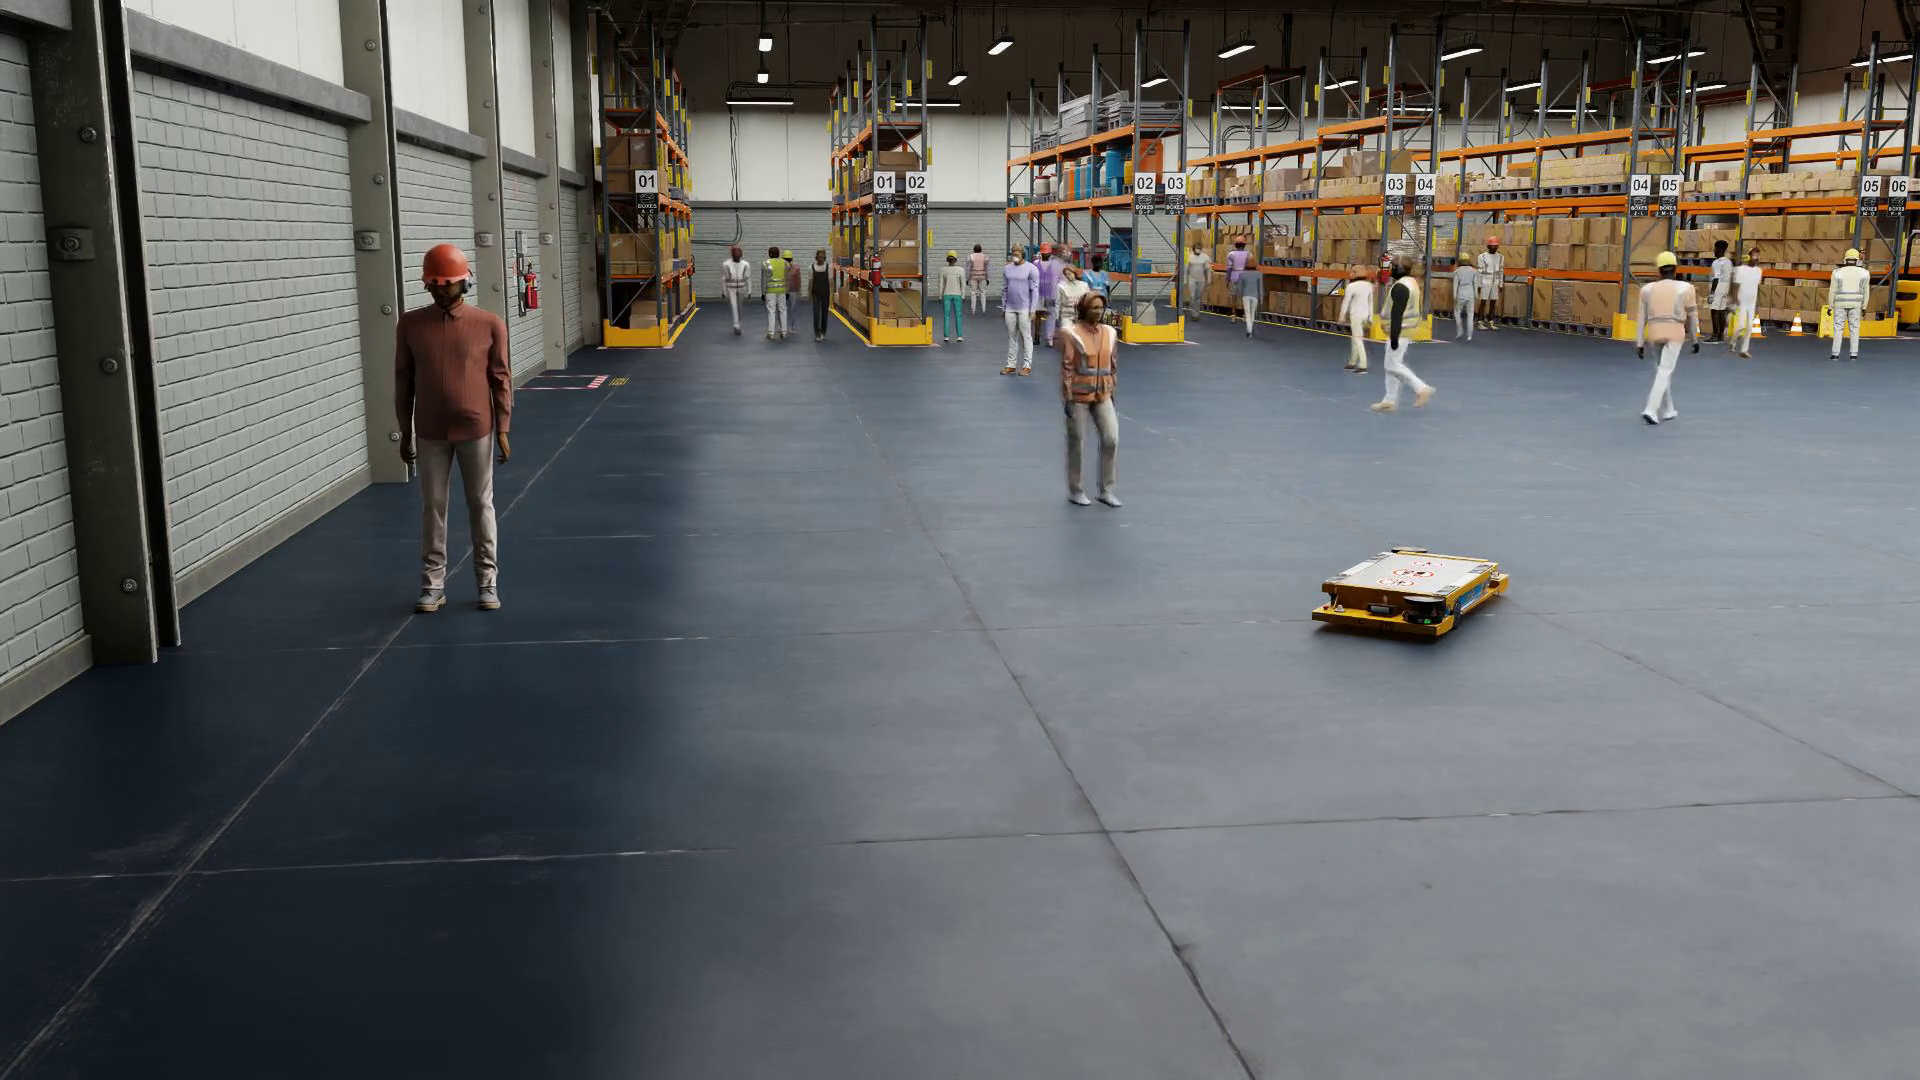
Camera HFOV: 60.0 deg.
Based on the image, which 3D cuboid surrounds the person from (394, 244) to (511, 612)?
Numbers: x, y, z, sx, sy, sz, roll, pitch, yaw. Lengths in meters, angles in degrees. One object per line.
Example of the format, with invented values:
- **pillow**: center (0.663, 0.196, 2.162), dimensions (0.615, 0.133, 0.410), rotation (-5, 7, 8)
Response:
- **person**: center (-2.741, -0.595, 9.009), dimensions (0.611, 1.985, 0.393), rotation (-1, 10, -8)

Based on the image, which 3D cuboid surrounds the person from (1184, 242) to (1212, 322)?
- **person**: center (5.695, -6.163, 39.774), dimensions (0.658, 1.884, 0.964), rotation (0, 10, 0)

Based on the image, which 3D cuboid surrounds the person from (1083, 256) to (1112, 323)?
- **person**: center (2.663, -4.661, 32.195), dimensions (0.535, 1.650, 0.820), rotation (-3, 11, -16)

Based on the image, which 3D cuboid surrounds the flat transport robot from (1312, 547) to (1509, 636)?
- **flat transport robot**: center (2.473, 0.259, 9.031), dimensions (0.652, 0.197, 1.431), rotation (6, 12, 31)

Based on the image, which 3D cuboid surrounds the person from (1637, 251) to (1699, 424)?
- **person**: center (7.693, -2.208, 18.173), dimensions (0.597, 1.873, 1.027), rotation (10, 14, 43)

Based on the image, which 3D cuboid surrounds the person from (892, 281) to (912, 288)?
- **person**: center (-1.522, -6.784, 43.229), dimensions (0.613, 1.876, 0.432), rotation (-2, 11, -12)

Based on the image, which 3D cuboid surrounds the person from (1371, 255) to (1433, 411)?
- **person**: center (5.145, -2.385, 19.267), dimensions (0.636, 1.821, 0.638), rotation (5, 11, 24)

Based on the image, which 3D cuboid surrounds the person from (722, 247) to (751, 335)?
- **person**: center (-4.658, -5.194, 34.662), dimensions (0.585, 1.828, 1.035), rotation (-3, 11, -17)

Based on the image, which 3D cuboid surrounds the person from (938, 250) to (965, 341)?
- **person**: center (-0.161, -4.742, 32.340), dimensions (0.526, 1.769, 0.330), rotation (0, 10, 0)

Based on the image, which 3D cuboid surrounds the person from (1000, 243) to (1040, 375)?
- **person**: center (0.867, -3.384, 24.441), dimensions (0.628, 1.935, 0.373), rotation (7, 13, 35)

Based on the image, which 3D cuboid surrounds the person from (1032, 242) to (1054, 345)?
- **person**: center (1.599, -4.633, 31.298), dimensions (0.542, 1.931, 0.366), rotation (1, 10, 7)

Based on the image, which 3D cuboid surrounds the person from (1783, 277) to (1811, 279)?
- **person**: center (19.298, -5.886, 38.296), dimensions (0.652, 1.881, 0.735), rotation (-2, 11, -13)

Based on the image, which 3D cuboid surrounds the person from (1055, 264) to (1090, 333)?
- **person**: center (1.698, -3.258, 24.579), dimensions (0.545, 1.612, 0.619), rotation (-2, 11, -11)

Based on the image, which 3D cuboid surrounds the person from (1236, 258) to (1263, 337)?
- **person**: center (5.880, -4.918, 33.792), dimensions (0.514, 1.587, 0.850), rotation (0, 10, -2)

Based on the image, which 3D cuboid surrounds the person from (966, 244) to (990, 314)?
- **person**: center (0.465, -6.843, 43.661), dimensions (0.631, 1.840, 0.428), rotation (-1, 10, -8)

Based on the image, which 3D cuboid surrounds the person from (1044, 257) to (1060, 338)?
- **person**: center (1.921, -4.862, 33.395), dimensions (0.516, 1.626, 0.393), rotation (-3, 11, -15)

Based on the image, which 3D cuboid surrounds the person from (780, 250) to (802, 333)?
- **person**: center (-3.594, -5.217, 34.995), dimensions (0.538, 1.751, 0.448), rotation (-3, 11, -16)

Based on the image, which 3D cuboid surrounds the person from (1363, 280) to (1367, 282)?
- **person**: center (12.254, -8.178, 50.879), dimensions (1.029, 1.893, 0.546), rotation (-1, 10, -4)

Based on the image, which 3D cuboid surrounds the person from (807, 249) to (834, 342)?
- **person**: center (-2.723, -4.782, 32.486), dimensions (0.506, 1.807, 0.881), rotation (-2, 10, -10)

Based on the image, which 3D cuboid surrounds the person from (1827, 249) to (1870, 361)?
- **person**: center (14.523, -3.840, 27.217), dimensions (0.595, 1.831, 0.403), rotation (3, 11, 18)

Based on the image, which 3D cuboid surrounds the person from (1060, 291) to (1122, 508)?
- **person**: center (1.001, -1.041, 12.426), dimensions (0.541, 1.616, 0.603), rotation (-5, 12, -26)

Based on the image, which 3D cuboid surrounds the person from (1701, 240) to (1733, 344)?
- **person**: center (14.422, -4.714, 31.638), dimensions (0.613, 1.965, 0.361), rotation (-9, 14, -41)

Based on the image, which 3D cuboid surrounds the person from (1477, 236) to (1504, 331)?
- **person**: center (11.501, -5.549, 36.031), dimensions (0.606, 2.036, 0.407), rotation (-2, 11, -12)

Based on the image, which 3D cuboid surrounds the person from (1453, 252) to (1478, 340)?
- **person**: center (9.983, -4.816, 32.877), dimensions (0.524, 1.713, 0.620), rotation (1, 10, 4)

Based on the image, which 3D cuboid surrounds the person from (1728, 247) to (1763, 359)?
- **person**: center (13.150, -3.958, 27.804), dimensions (0.546, 1.855, 0.427), rotation (-2, 11, -13)

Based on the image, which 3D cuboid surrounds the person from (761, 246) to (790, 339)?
- **person**: center (-3.701, -4.949, 33.271), dimensions (0.627, 1.845, 0.429), rotation (-6, 12, -30)

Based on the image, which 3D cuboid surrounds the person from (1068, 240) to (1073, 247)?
- **person**: center (3.054, -7.573, 47.410), dimensions (0.595, 1.945, 1.066), rotation (-2, 11, -13)

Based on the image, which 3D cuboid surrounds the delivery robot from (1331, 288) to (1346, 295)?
- **delivery robot**: center (11.393, -7.325, 49.569), dimensions (0.707, 0.478, 0.477), rotation (3, 11, 17)

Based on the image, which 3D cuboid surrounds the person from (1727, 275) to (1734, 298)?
- **person**: center (20.891, -7.105, 44.900), dimensions (0.580, 1.918, 0.402), rotation (-2, 10, -10)

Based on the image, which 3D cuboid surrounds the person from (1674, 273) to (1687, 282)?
- **person**: center (18.687, -6.787, 43.416), dimensions (0.515, 1.822, 0.969), rotation (-2, 10, -10)

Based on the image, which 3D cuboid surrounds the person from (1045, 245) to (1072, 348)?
- **person**: center (1.844, -4.460, 30.520), dimensions (0.557, 1.880, 0.668), rotation (5, 11, 25)

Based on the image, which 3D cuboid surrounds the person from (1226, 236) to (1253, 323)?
- **person**: center (6.558, -6.104, 39.058), dimensions (0.609, 2.040, 0.395), rotation (2, 10, 9)

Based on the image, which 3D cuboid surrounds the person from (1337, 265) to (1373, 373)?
- **person**: center (5.883, -3.302, 24.896), dimensions (0.520, 1.606, 0.718), rotation (-8, 13, -37)
